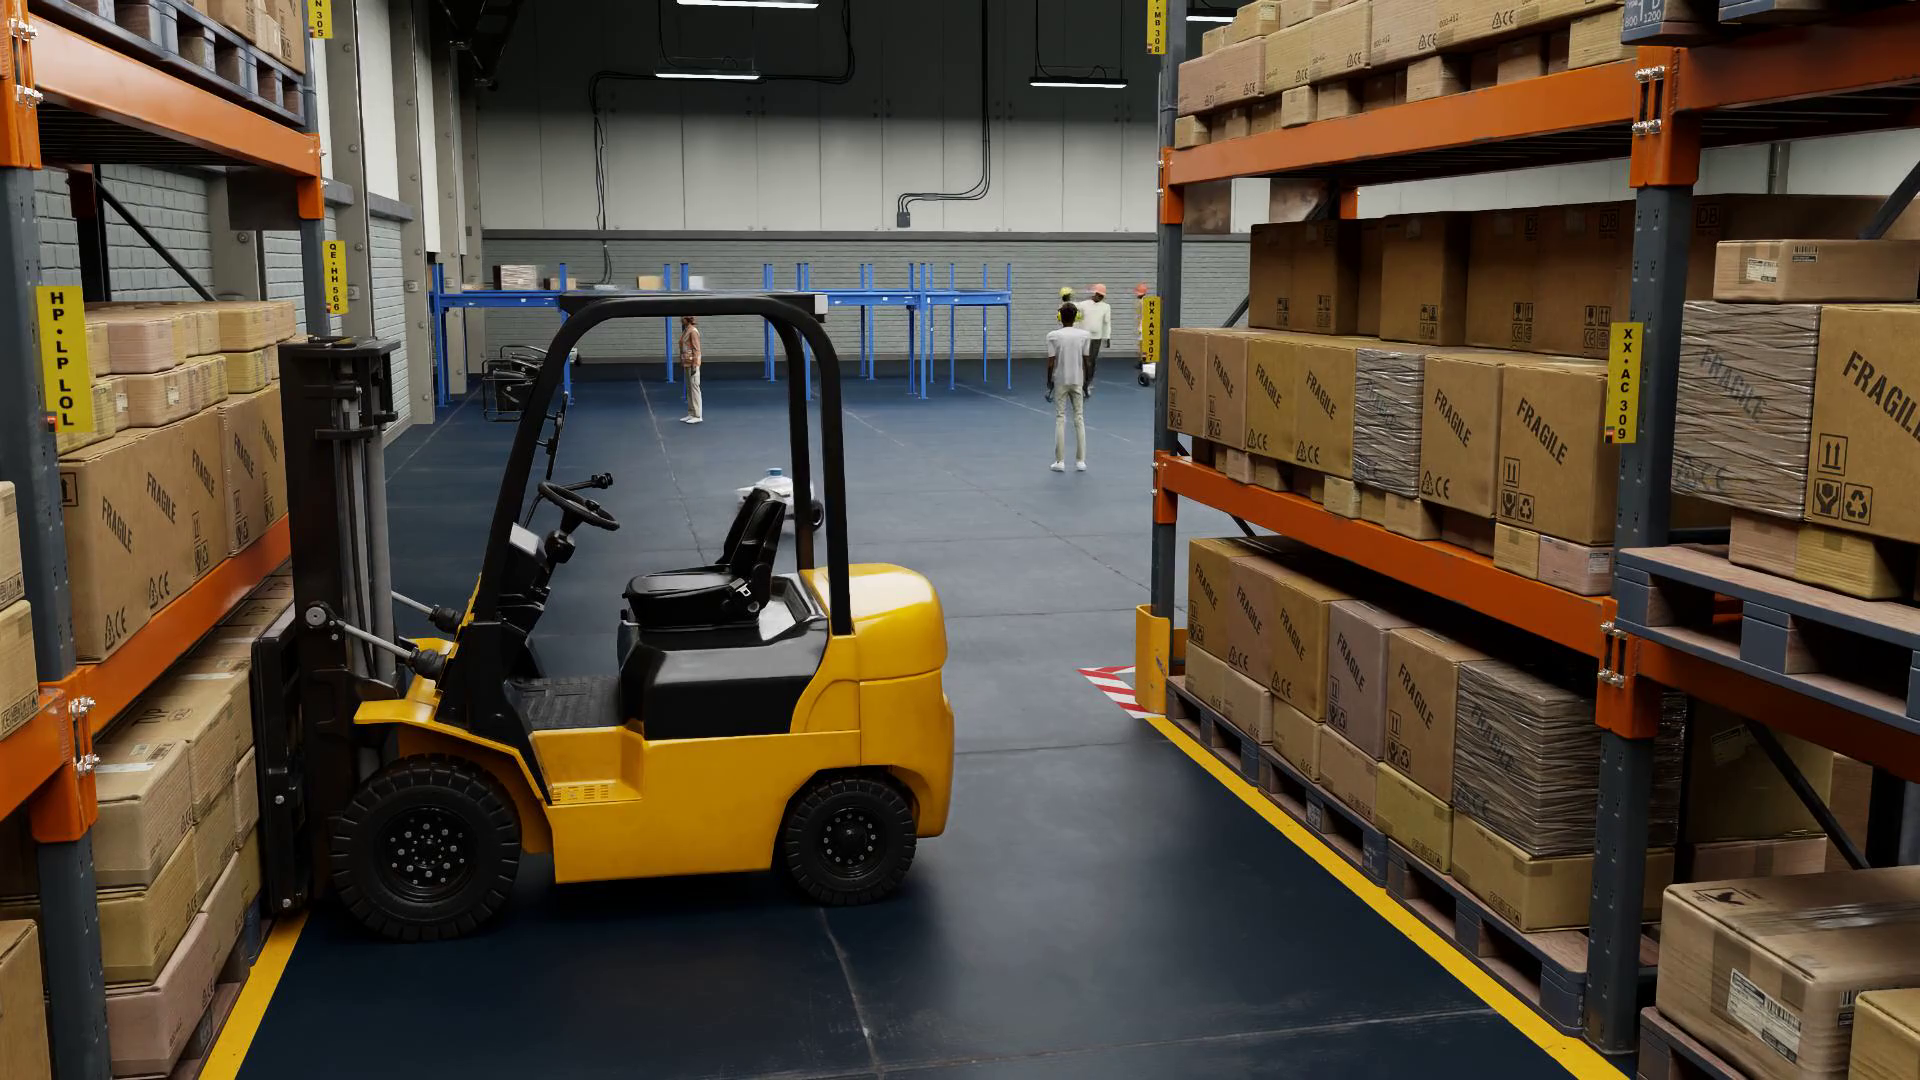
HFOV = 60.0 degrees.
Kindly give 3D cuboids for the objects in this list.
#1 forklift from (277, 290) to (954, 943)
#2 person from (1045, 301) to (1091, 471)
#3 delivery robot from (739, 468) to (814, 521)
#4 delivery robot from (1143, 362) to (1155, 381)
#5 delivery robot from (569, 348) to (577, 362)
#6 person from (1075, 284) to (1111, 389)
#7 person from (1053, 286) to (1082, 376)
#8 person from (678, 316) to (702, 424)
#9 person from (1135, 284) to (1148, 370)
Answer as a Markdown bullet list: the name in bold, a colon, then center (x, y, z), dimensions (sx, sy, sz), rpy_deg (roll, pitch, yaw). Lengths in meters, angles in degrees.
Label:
- **forklift**: center (-1.179, 0.175, 6.143), dimensions (2.313, 2.155, 1.214), rpy_deg (-2, 10, -12)
- **person**: center (1.199, -1.707, 18.469), dimensions (0.519, 1.874, 0.327), rpy_deg (-1, 9, -6)
- **delivery robot**: center (-1.560, -0.366, 14.140), dimensions (0.477, 0.478, 0.707), rpy_deg (6, 11, 30)
- **delivery robot**: center (3.797, -3.209, 31.468), dimensions (0.477, 0.478, 0.707), rpy_deg (-8, 12, -41)
- **delivery robot**: center (-9.107, -4.310, 38.179), dimensions (0.707, 0.478, 0.477), rpy_deg (9, 13, 44)
- **person**: center (2.455, -3.759, 30.752), dimensions (0.649, 1.943, 0.588), rpy_deg (-1, 9, -8)
- **person**: center (2.330, -4.258, 34.021), dimensions (0.611, 1.873, 0.968), rpy_deg (-8, 12, -39)
- **person**: center (-3.903, -2.511, 24.077), dimensions (0.310, 1.638, 0.522), rpy_deg (-4, 10, -24)
- **person**: center (4.007, -4.715, 36.785), dimensions (0.358, 1.892, 0.696), rpy_deg (-1, 9, -5)
